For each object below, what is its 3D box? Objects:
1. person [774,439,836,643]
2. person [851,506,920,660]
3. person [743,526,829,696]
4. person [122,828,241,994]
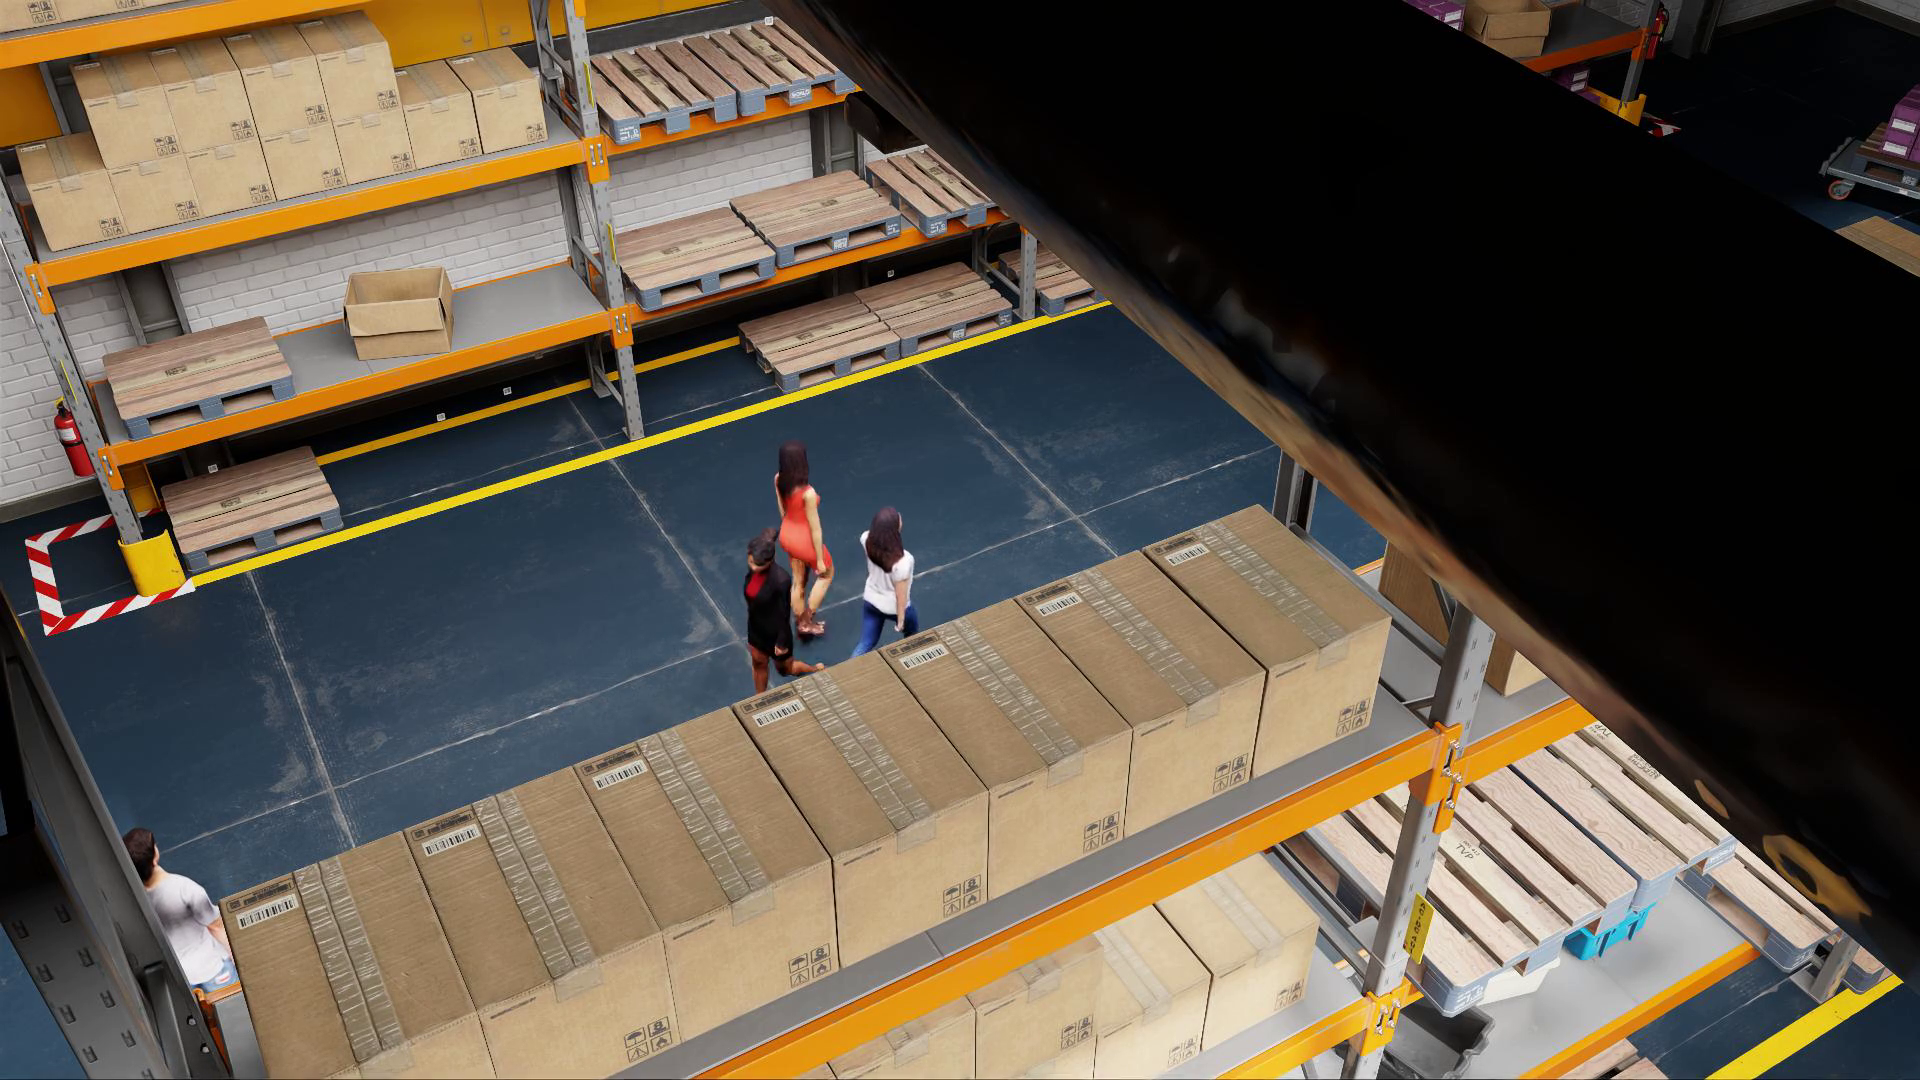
[{"bbox_3d":[-1.190,0.070,11.889,0.708,1.704,0.696,29,47,32],"label":"person"},{"bbox_3d":[-0.571,0.506,11.393,0.893,1.642,1.223,27,46,29],"label":"person"},{"bbox_3d":[-1.212,0.593,11.300,0.714,1.622,0.924,31,48,33],"label":"person"},{"bbox_3d":[-4.188,2.240,9.023,0.680,1.890,0.816,-1,39,-2],"label":"person"}]
